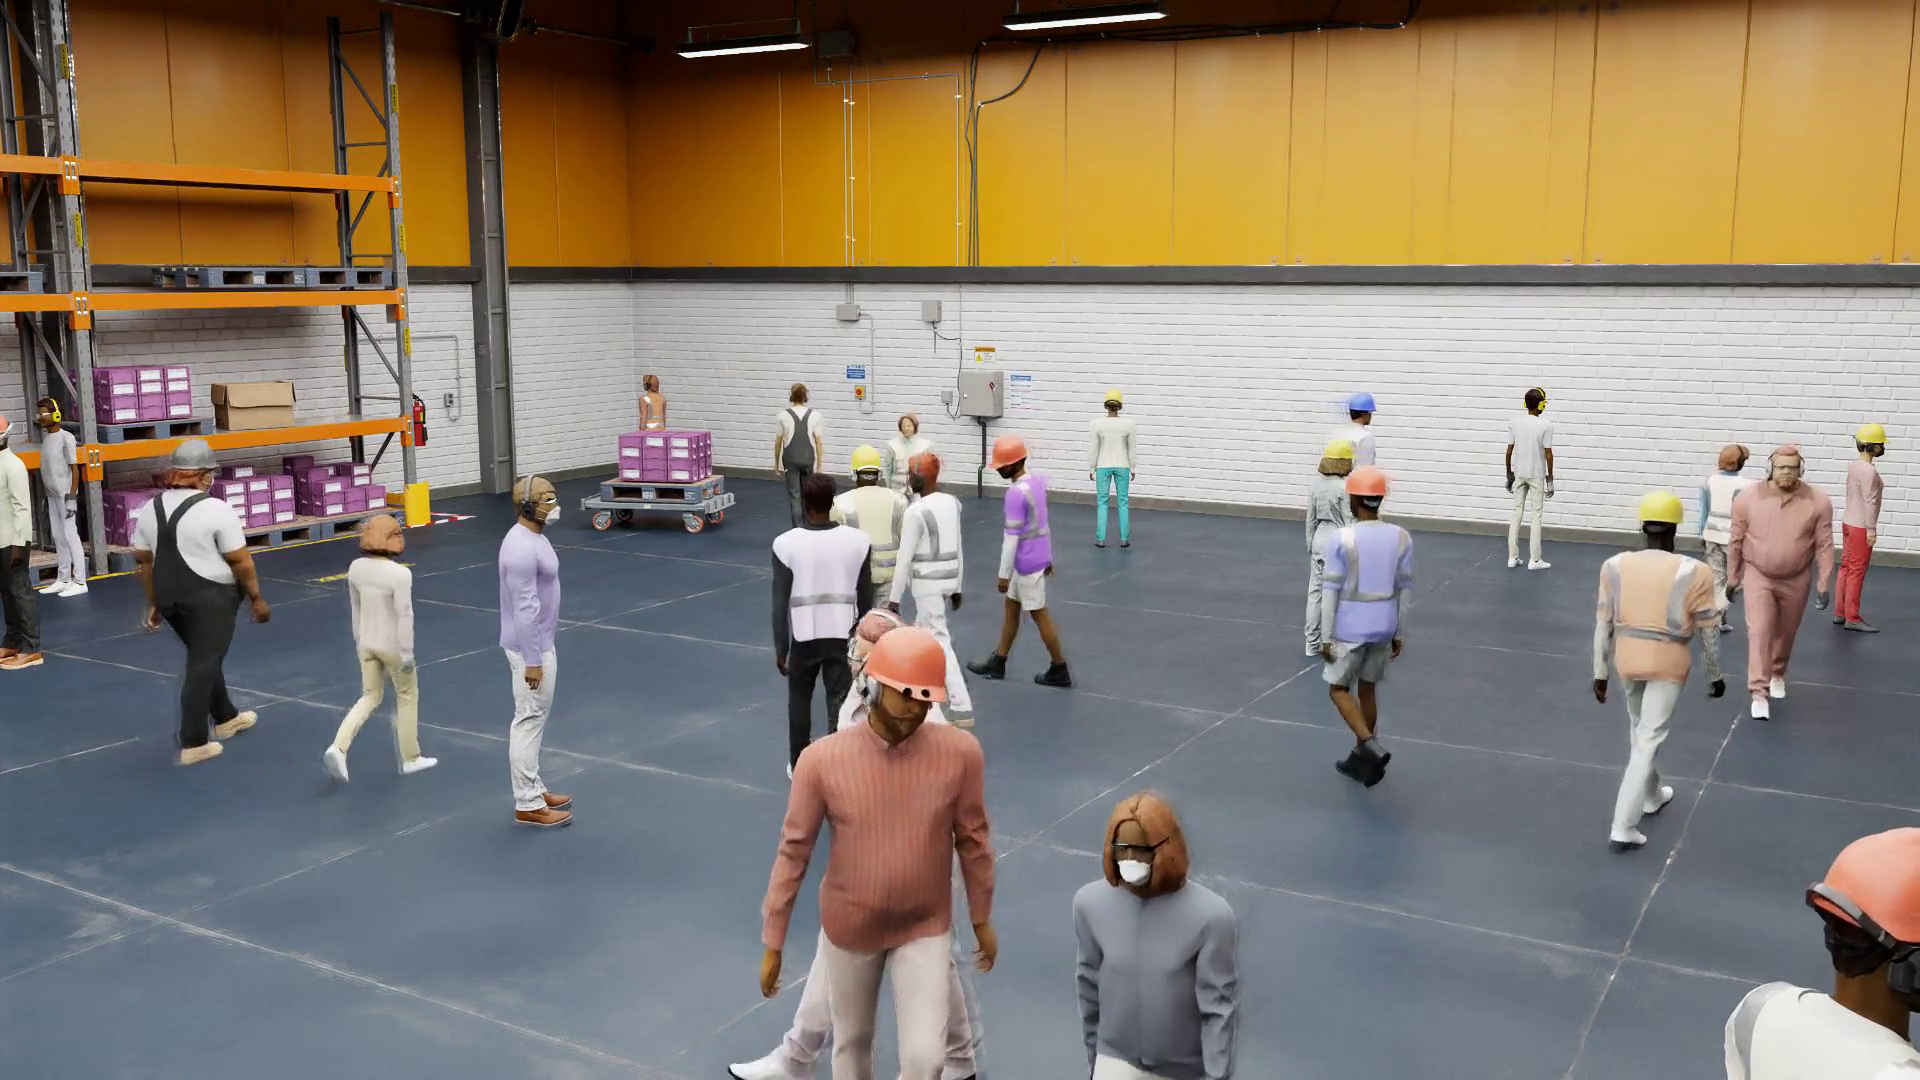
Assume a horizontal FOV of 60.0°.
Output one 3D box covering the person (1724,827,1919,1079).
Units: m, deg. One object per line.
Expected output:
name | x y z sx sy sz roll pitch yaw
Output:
person | 1.675 1.525 3.113 0.381 2.039 0.606 -2 9 -10

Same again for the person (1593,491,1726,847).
person | 3.734 0.674 8.948 1.009 1.871 0.604 -8 12 -42

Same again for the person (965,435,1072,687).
person | 0.404 0.161 12.141 0.918 1.871 0.616 3 10 17

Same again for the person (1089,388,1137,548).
person | 1.690 -0.792 18.422 0.532 1.768 0.311 0 9 0

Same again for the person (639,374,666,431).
person | -4.253 -1.470 23.026 0.306 1.645 0.522 5 11 30

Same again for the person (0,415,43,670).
person | -7.355 -0.001 12.798 0.611 1.985 0.393 8 12 41

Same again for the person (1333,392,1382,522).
person | 3.741 -0.415 15.548 0.571 1.925 0.652 -3 10 -18

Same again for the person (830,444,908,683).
person | -0.653 0.242 11.755 0.591 1.834 0.404 -4 10 -24

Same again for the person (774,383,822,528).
person | -1.830 -0.852 18.680 0.514 1.810 0.836 -3 10 -17

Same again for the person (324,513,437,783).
person | -3.480 0.650 9.895 0.501 1.614 0.689 5 10 27

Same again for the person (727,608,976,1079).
person | -0.358 1.157 5.985 0.969 1.850 0.684 -4 10 -25

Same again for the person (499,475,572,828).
person | -2.350 0.604 9.170 0.354 1.937 0.635 -2 9 -11

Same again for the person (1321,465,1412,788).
person | 2.391 0.526 9.734 0.550 1.922 0.650 -2 9 -14

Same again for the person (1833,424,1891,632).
person | 7.683 -0.108 14.153 0.311 1.769 0.522 2 9 10

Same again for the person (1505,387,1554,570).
person | 5.863 -0.632 17.100 0.312 1.869 0.538 -9 13 -43

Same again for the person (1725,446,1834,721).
person | 5.706 0.259 11.601 0.659 1.858 1.021 3 10 19

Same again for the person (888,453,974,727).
person | -0.250 0.323 11.254 0.901 1.834 0.589 5 11 30

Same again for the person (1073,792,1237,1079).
person | 0.567 1.478 4.803 0.496 1.589 0.868 3 10 20

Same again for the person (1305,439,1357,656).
person | 2.939 0.077 13.071 0.308 1.741 0.494 -5 11 -31

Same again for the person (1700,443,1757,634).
person | 6.382 0.005 13.882 0.447 1.623 0.525 -5 11 -30

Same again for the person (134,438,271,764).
person | -4.702 0.334 10.534 0.695 2.000 0.920 4 10 23

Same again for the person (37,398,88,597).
person | -8.487 -0.402 15.659 0.520 1.873 0.328 6 11 33

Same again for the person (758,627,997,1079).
person | -0.246 1.231 5.182 0.762 1.951 0.773 -1 9 -8

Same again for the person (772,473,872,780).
person | -0.805 0.553 9.656 0.603 1.888 0.855 -2 9 -12

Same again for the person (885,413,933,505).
person | -0.513 -0.513 17.139 0.520 1.622 0.644 1 9 4
